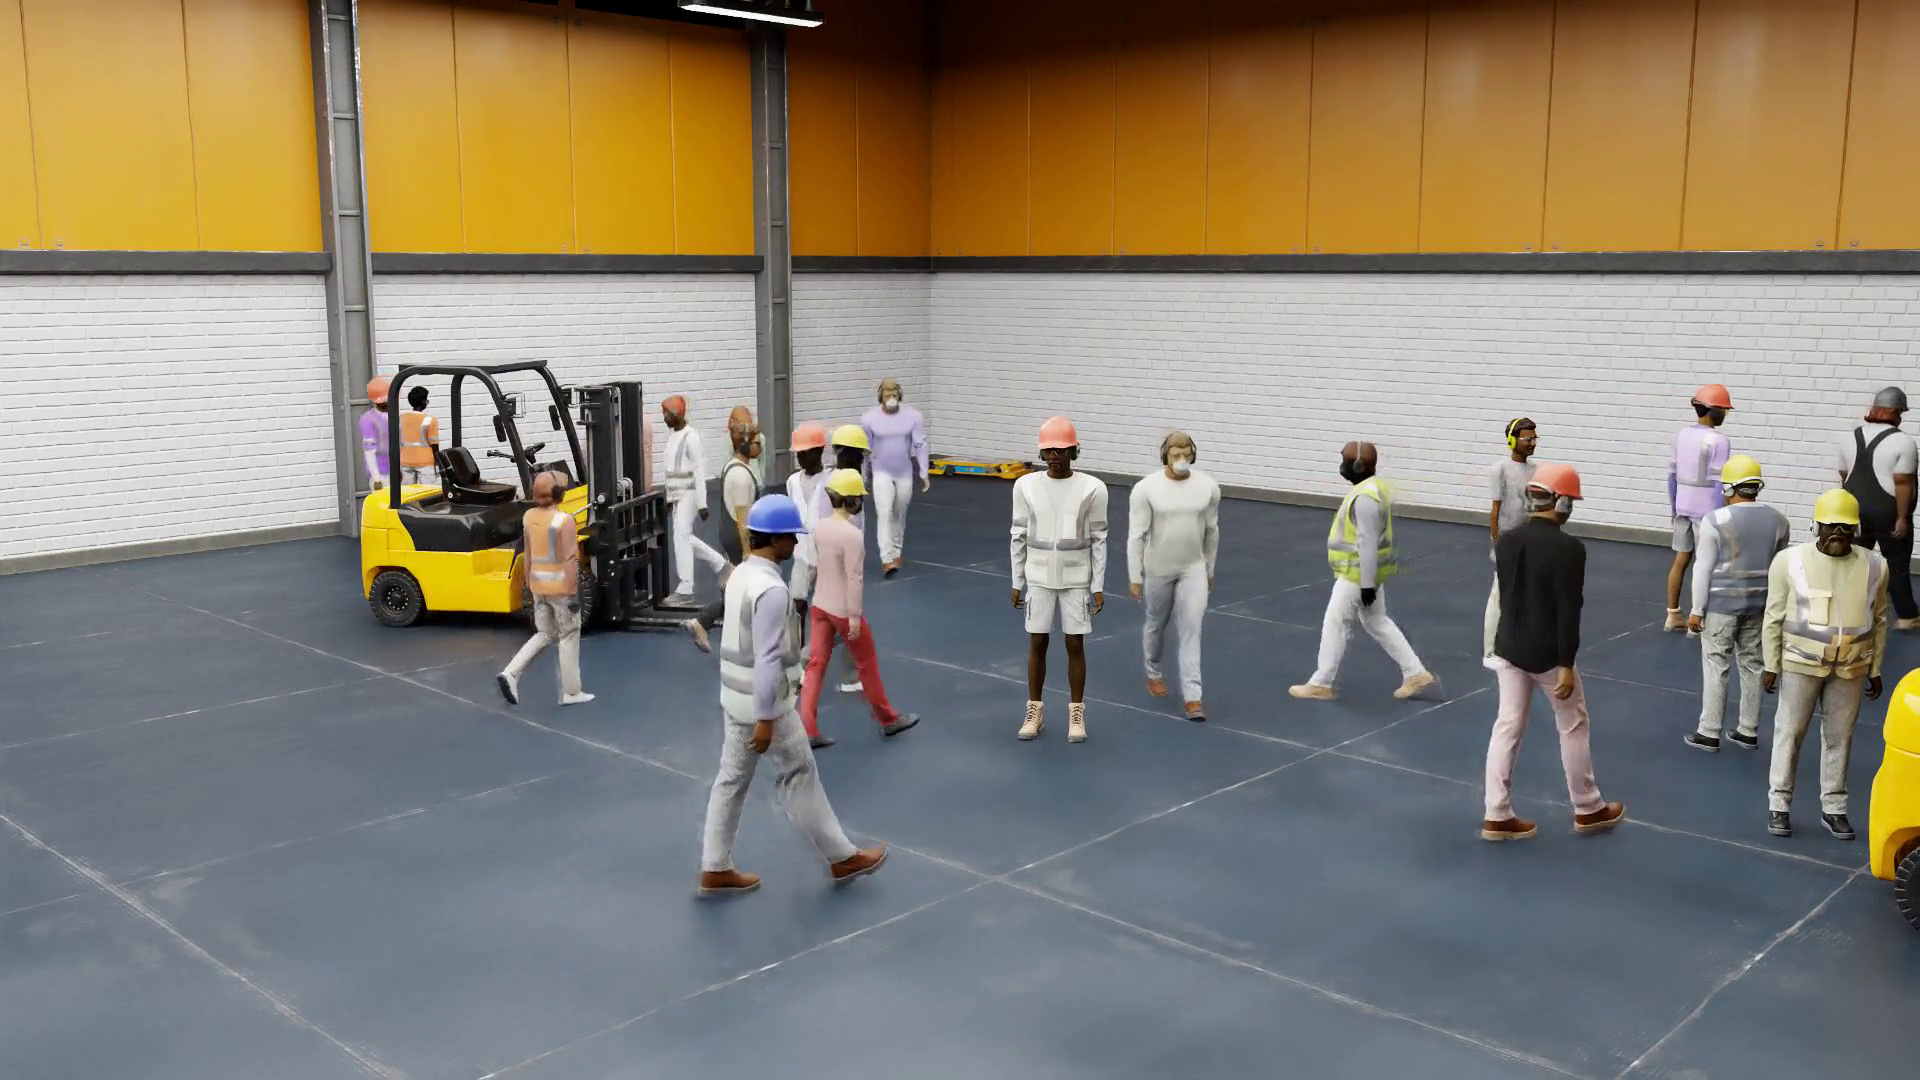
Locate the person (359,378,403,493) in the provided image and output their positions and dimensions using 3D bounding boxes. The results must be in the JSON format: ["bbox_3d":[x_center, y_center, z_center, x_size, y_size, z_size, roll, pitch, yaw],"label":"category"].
[{"bbox_3d":[-5.724,-0.689,16.625,0.438,1.889,0.720,2,9,12],"label":"person"}]

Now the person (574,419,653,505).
[{"bbox_3d":[-3.253,-0.513,15.561,0.757,1.883,0.579,3,10,17],"label":"person"}]

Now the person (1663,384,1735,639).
[{"bbox_3d":[5.961,-0.235,13.352,0.395,2.038,0.615,-3,10,-16],"label":"person"}]

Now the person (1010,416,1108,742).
[{"bbox_3d":[0.610,0.249,10.379,0.609,2.043,0.376,2,9,10],"label":"person"}]

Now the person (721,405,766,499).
[{"bbox_3d":[-2.126,-0.510,16.352,0.509,1.620,0.450,-6,11,-31],"label":"person"}]

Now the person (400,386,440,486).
[{"bbox_3d":[-5.859,-0.818,18.012,0.530,1.690,0.321,3,10,16],"label":"person"}]

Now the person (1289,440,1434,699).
[{"bbox_3d":[2.786,0.215,11.330,0.925,1.809,0.640,3,10,16],"label":"person"}]

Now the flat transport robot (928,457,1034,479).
[{"bbox_3d":[0.280,-1.045,23.730,1.431,0.197,0.652,5,10,26],"label":"flat transport robot"}]

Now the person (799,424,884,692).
[{"bbox_3d":[-0.860,0.151,11.457,0.615,1.895,0.595,-2,9,-12],"label":"person"}]

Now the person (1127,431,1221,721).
[{"bbox_3d":[1.424,0.212,11.109,0.653,1.884,1.042,-1,9,-7],"label":"person"}]

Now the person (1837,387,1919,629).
[{"bbox_3d":[7.546,-0.274,13.594,0.842,2.000,0.699,-4,10,-22],"label":"person"}]

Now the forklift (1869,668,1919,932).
[{"bbox_3d":[5.205,0.723,7.013,2.313,2.155,1.214,9,13,43],"label":"forklift"}]

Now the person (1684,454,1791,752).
[{"bbox_3d":[4.744,0.390,10.191,0.591,1.826,0.403,-2,9,-12],"label":"person"}]

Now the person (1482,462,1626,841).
[{"bbox_3d":[3.093,0.576,8.648,0.940,1.946,0.629,-4,10,-25],"label":"person"}]

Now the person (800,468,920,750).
[{"bbox_3d":[-0.657,0.418,10.285,0.868,1.726,0.543,-7,12,-38],"label":"person"}]

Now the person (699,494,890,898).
[{"bbox_3d":[-0.810,0.730,7.826,0.964,1.901,0.633,-4,10,-24],"label":"person"}]

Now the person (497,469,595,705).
[{"bbox_3d":[-2.766,0.342,11.100,0.520,1.623,0.608,8,12,39],"label":"person"}]

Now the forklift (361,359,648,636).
[{"bbox_3d":[-3.850,-0.407,13.936,2.313,2.155,1.214,2,9,11],"label":"forklift"}]

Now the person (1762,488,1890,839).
[{"bbox_3d":[4.481,0.639,8.628,0.600,1.832,0.404,2,9,10],"label":"person"}]

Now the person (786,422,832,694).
[{"bbox_3d":[-0.962,0.097,11.785,0.540,1.904,0.966,5,10,26],"label":"person"}]

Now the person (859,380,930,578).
[{"bbox_3d":[-0.632,-0.592,16.018,0.647,1.881,1.032,-2,9,-12],"label":"person"}]

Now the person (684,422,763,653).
[{"bbox_3d":[-1.691,0.032,12.380,0.612,1.827,0.506,-3,10,-16],"label":"person"}]

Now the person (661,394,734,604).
[{"bbox_3d":[-2.361,-0.380,14.843,0.730,1.859,0.605,-5,10,-27],"label":"person"}]

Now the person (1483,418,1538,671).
[{"bbox_3d":[4.086,0.032,12.236,0.511,1.872,0.329,-7,12,-38],"label":"person"}]
